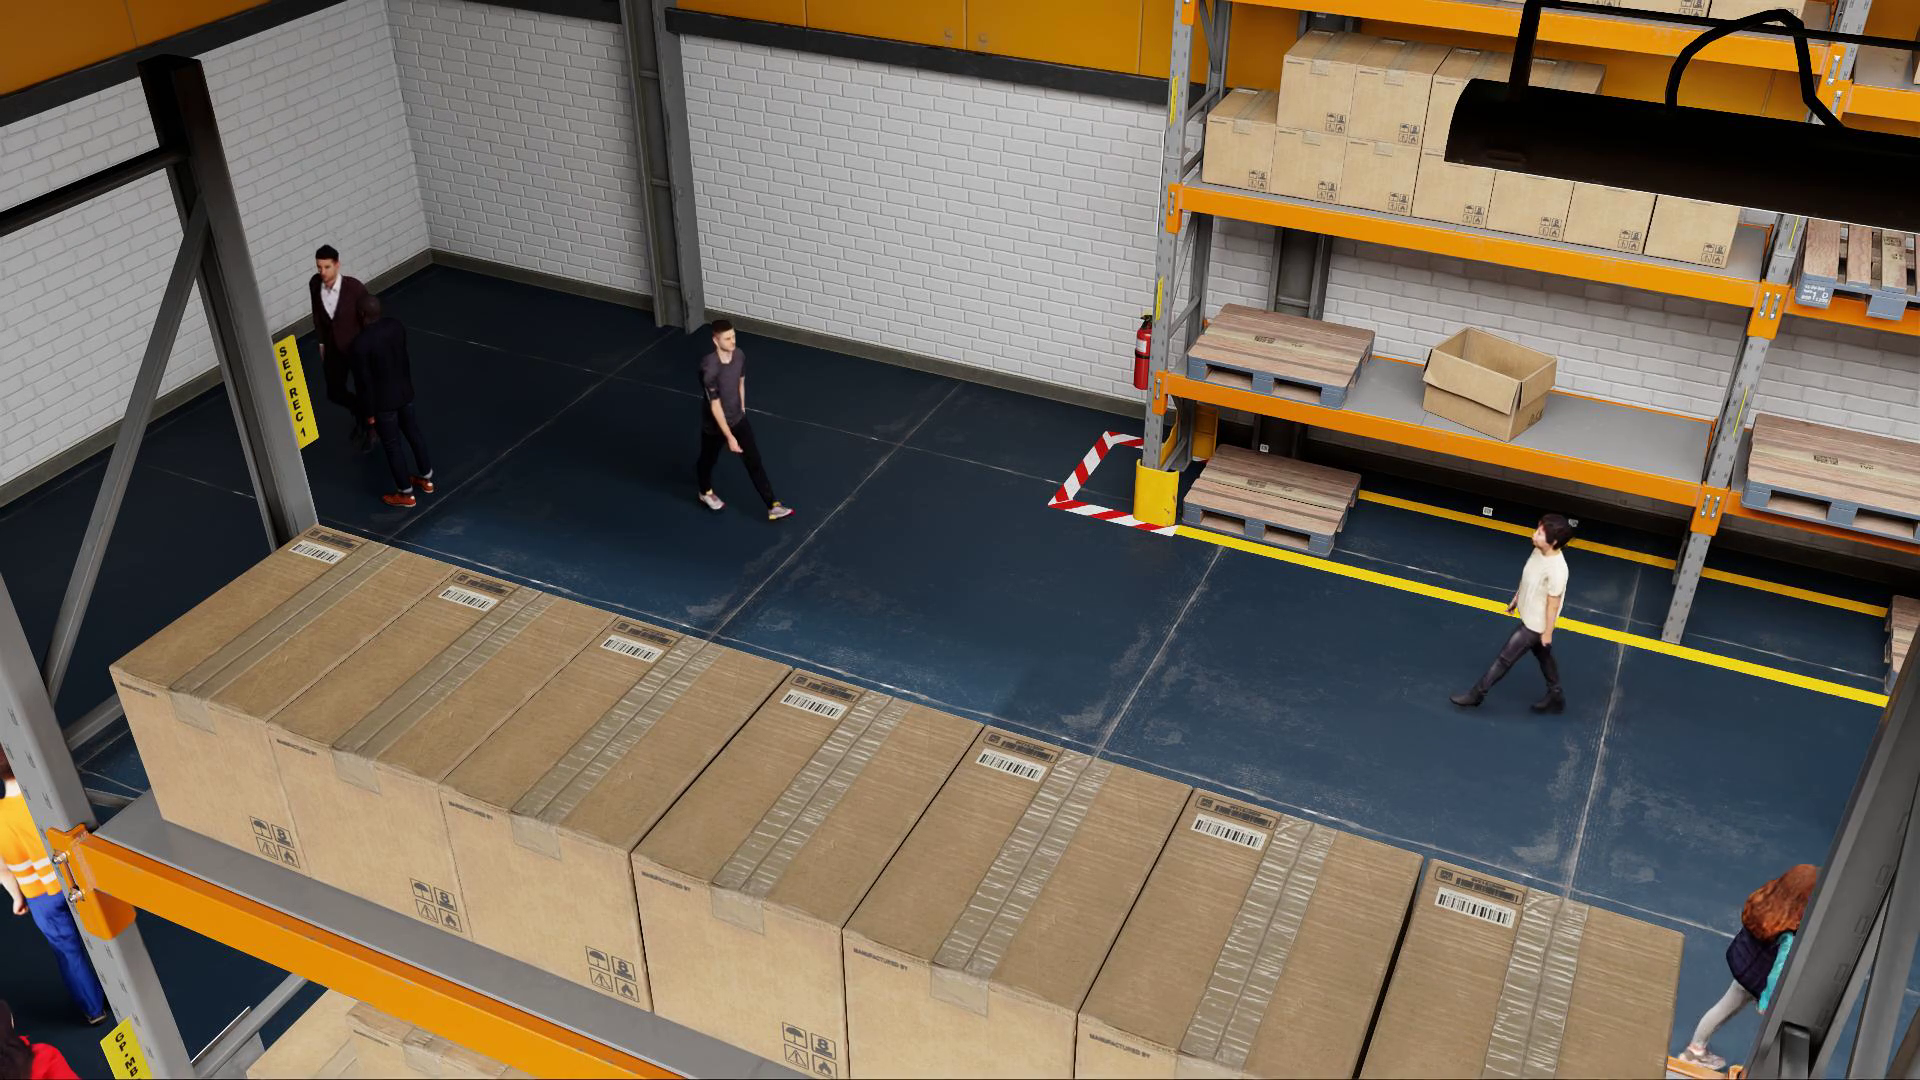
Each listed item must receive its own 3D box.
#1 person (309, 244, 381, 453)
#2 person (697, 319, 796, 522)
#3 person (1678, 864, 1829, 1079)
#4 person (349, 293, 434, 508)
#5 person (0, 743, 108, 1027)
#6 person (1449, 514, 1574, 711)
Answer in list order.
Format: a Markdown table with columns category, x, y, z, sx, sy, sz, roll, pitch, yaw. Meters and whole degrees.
| category | x | y | z | sx | sy | sz | roll | pitch | yaw |
| --- | --- | --- | --- | --- | --- | --- | --- | --- | --- |
| person | -5.089 | -1.647 | 13.903 | 0.715 | 1.854 | 0.861 | 5 | 34 | 7 |
| person | -1.896 | -0.919 | 12.938 | 1.234 | 1.709 | 0.835 | 24 | 40 | 31 |
| person | 4.017 | 2.202 | 8.459 | 0.996 | 1.470 | 0.753 | 4 | 34 | 7 |
| person | -4.492 | -1.113 | 13.132 | 0.595 | 1.817 | 0.684 | 16 | 37 | 23 |
| person | -4.696 | 1.793 | 8.703 | 0.792 | 1.880 | 0.824 | -17 | 37 | -24 |
| person | 3.839 | 0.534 | 10.901 | 1.074 | 1.544 | 0.802 | 4 | 34 | 6 |
